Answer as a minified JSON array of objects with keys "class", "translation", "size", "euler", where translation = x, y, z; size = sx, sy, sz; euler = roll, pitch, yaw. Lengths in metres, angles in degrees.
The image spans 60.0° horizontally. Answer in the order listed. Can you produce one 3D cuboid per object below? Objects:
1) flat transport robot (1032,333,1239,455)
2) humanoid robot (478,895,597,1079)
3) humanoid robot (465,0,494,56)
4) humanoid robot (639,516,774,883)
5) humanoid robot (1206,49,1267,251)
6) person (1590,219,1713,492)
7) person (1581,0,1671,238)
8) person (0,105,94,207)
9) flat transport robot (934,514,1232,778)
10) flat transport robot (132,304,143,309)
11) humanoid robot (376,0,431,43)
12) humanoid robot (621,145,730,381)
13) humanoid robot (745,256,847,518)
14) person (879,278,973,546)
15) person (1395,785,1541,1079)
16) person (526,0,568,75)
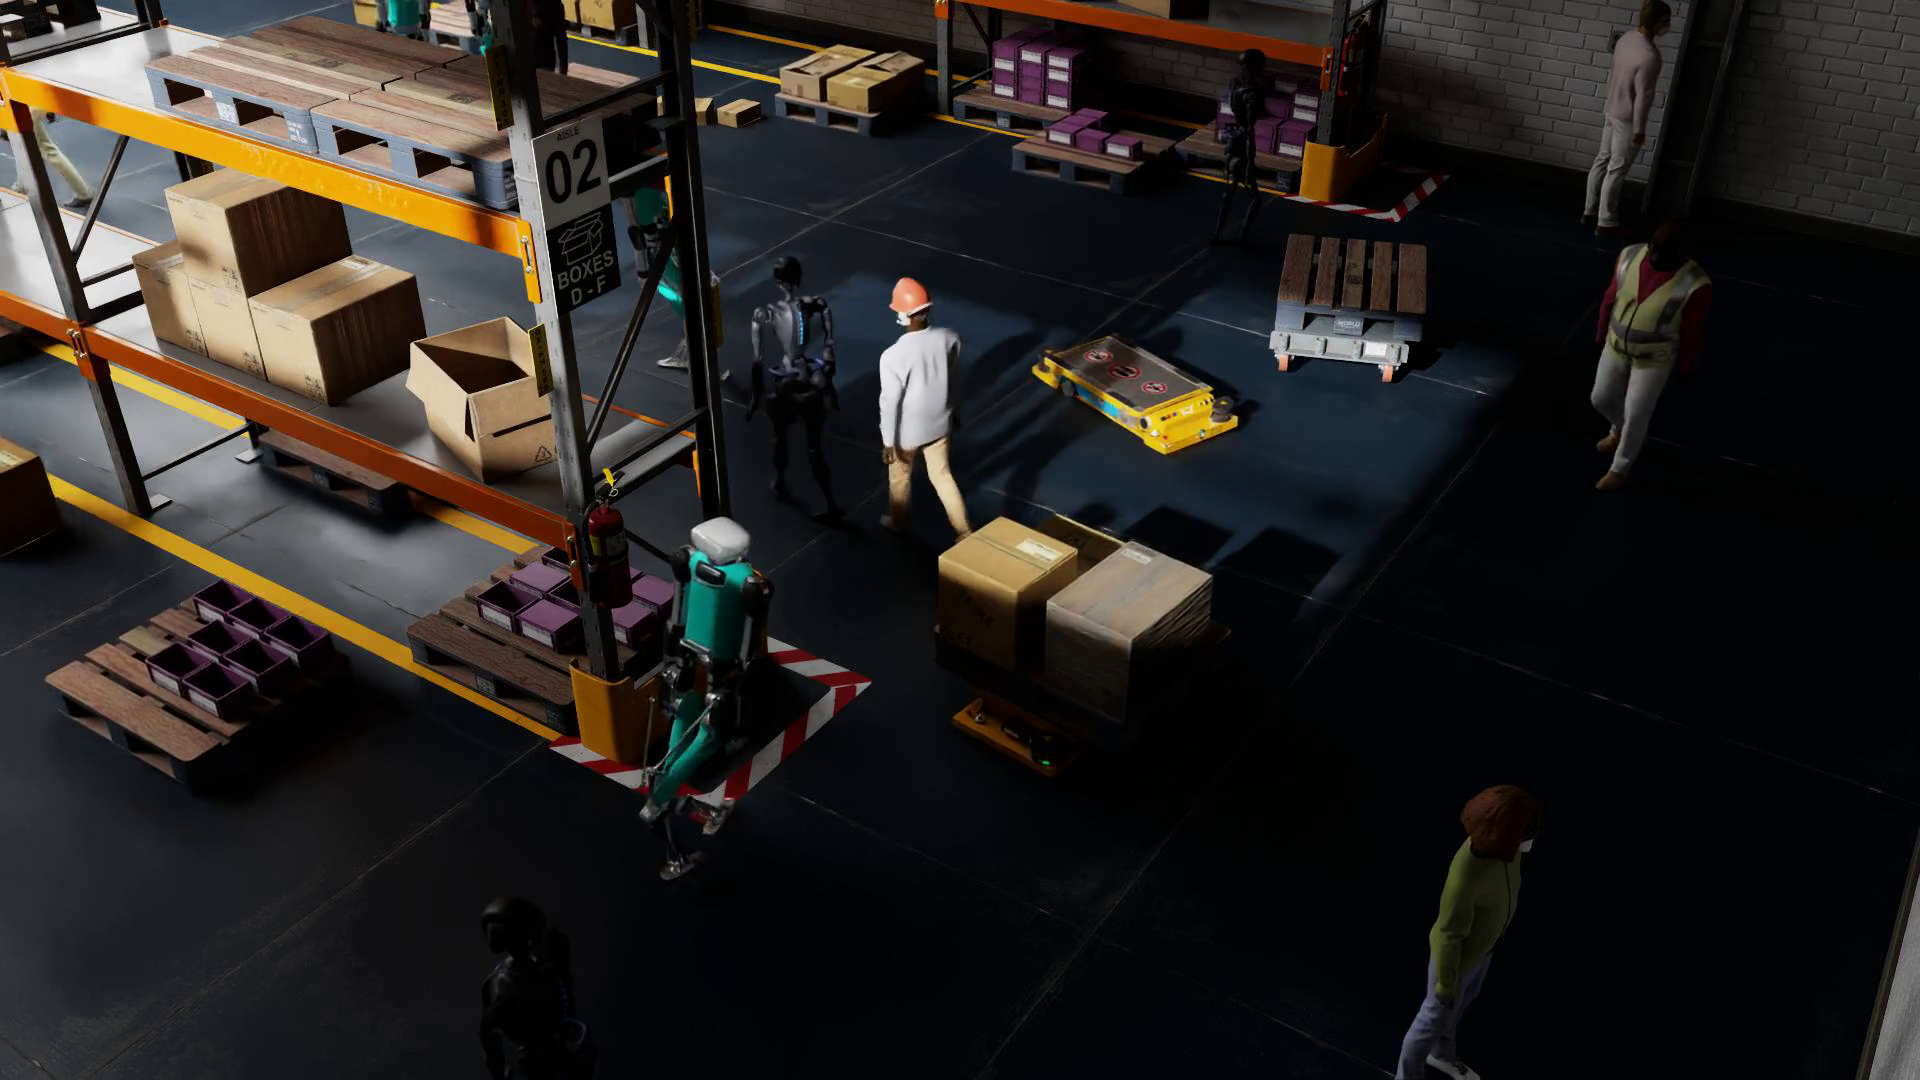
[{"class":"flat transport robot","translation":[1.189,-1.037,11.467],"size":[0.659,0.231,1.431],"euler":[-21,39,-29]},{"class":"humanoid robot","translation":[-1.378,1.886,5.695],"size":[0.565,1.646,0.596],"euler":[9,34,13]},{"class":"humanoid robot","translation":[-4.626,-5.082,16.430],"size":[0.536,1.888,0.741],"euler":[-16,36,-23]},{"class":"humanoid robot","translation":[-1.235,0.828,7.288],"size":[0.546,1.747,0.928],"euler":[22,39,30]},{"class":"humanoid robot","translation":[2.270,-3.155,13.438],"size":[0.428,1.646,0.595],"euler":[-1,33,-2]},{"class":"person","translation":[4.252,-1.173,10.264],"size":[0.599,1.814,0.642],"euler":[-23,40,-31]},{"class":"person","translation":[5.480,-3.465,13.672],"size":[0.374,1.936,0.627],"euler":[-2,33,-3]},{"class":"person","translation":[-8.001,-3.651,14.164],"size":[0.888,1.700,0.579],"euler":[-2,33,-4]},{"class":"flat transport robot","translation":[0.668,0.710,8.782],"size":[0.659,0.231,1.431],"euler":[25,40,33]},{"class":"flat transport robot","translation":[-6.058,-1.821,12.671],"size":[1.431,0.231,0.659],"euler":[20,38,28]},{"class":"humanoid robot","translation":[-5.416,-4.734,15.861],"size":[0.534,1.765,1.029],"euler":[-28,42,-36]},{"class":"humanoid robot","translation":[-1.889,-1.891,11.522],"size":[0.805,1.876,0.543],"euler":[6,34,9]},{"class":"humanoid robot","translation":[-0.981,-0.898,10.001],"size":[0.602,1.626,0.687],"euler":[-18,37,-26]},{"class":"person","translation":[-0.190,-0.670,9.572],"size":[0.593,1.719,0.760],"euler":[-22,39,-29]},{"class":"person","translation":[1.913,1.544,6.255],"size":[0.281,1.624,0.492],"euler":[24,40,32]},{"class":"person","translation":[-3.759,-4.234,14.890],"size":[0.578,1.890,0.667],"euler":[-18,37,-26]}]
